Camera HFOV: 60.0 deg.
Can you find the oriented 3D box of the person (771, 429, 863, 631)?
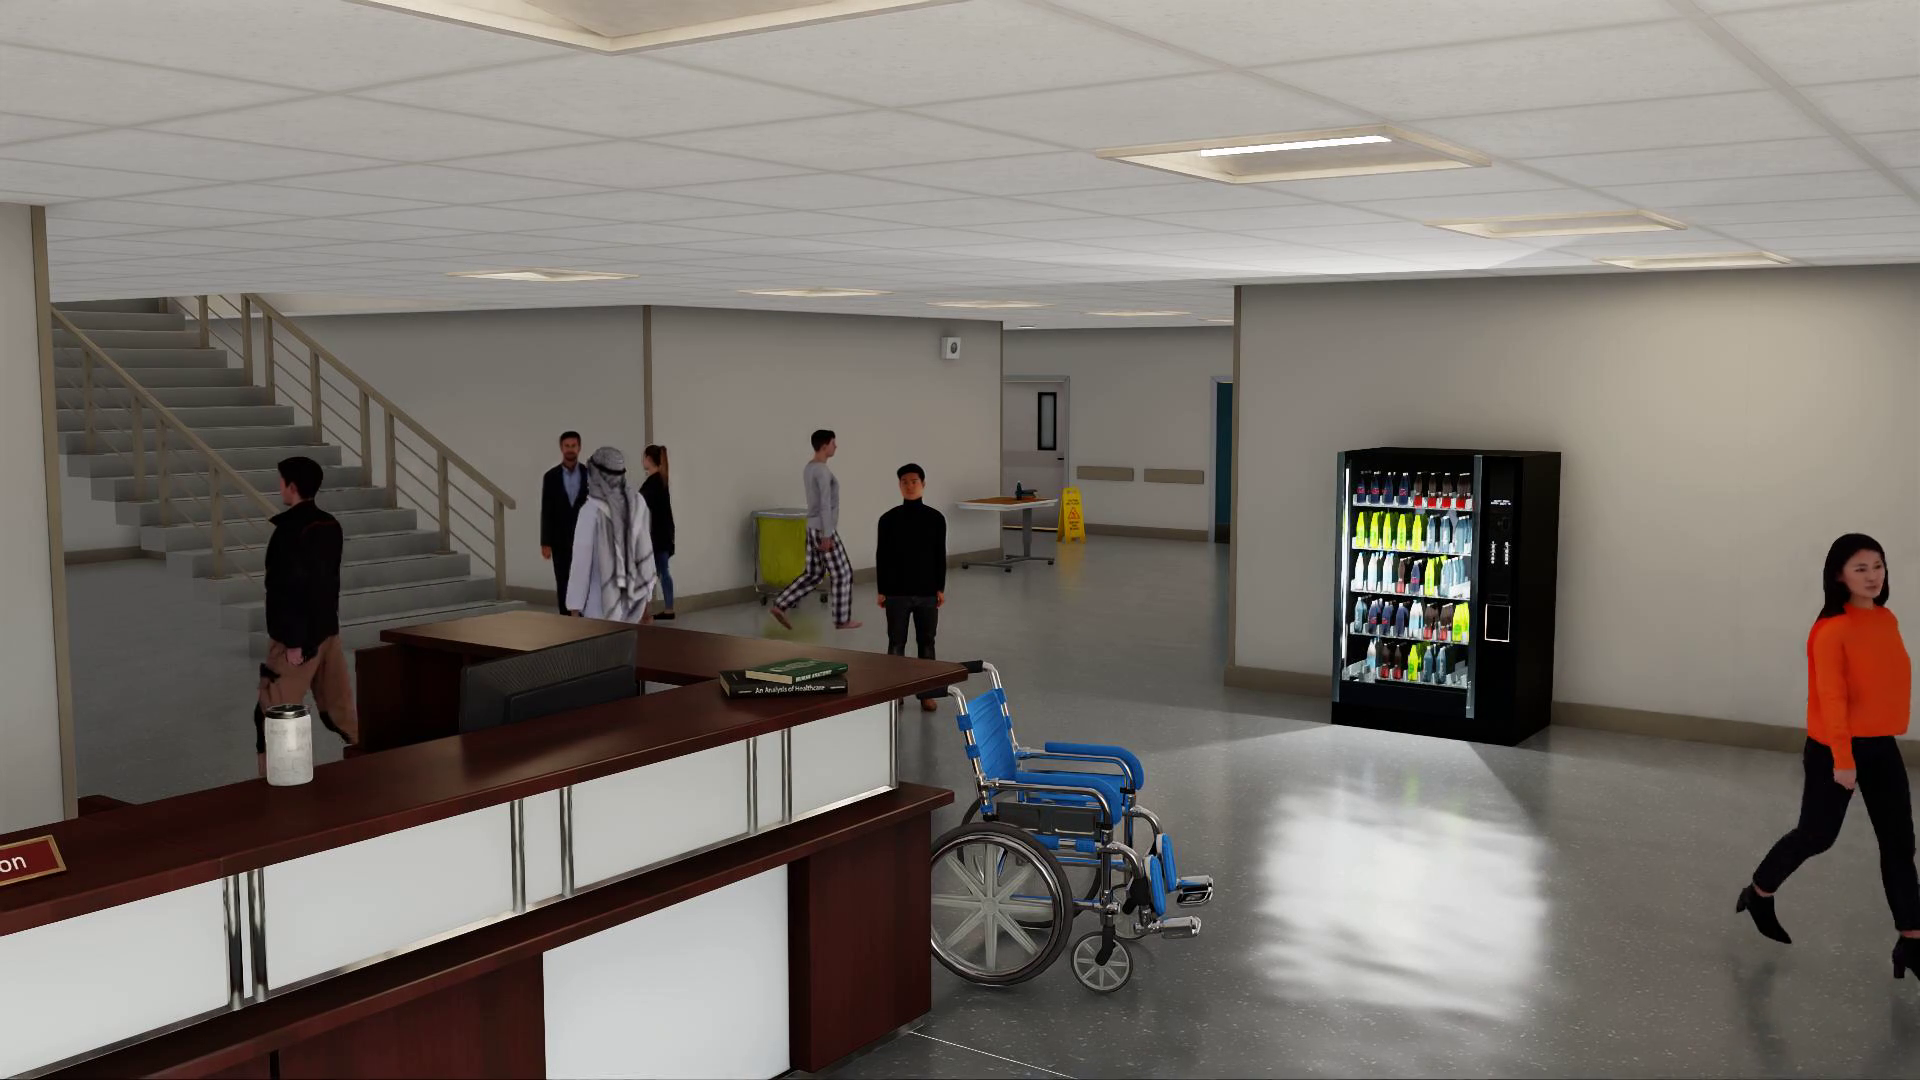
[{"bbox_3d":[-1.325,-0.058,14.965,1.041,1.814,1.120,-3,6,-25],"label":"person"}]

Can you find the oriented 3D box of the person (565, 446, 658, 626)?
[{"bbox_3d":[-1.978,0.429,9.745,1.269,1.891,0.751,3,7,30],"label":"person"}]

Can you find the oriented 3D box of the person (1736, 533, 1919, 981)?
[{"bbox_3d":[3.395,0.846,6.505,0.958,1.708,1.189,-3,7,-30],"label":"person"}]

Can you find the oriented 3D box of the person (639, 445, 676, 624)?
[{"bbox_3d":[-2.759,-0.040,15.540,0.827,1.663,0.753,1,6,13],"label":"person"}]

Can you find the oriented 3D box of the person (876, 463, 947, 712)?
[{"bbox_3d":[-0.339,0.322,11.643,0.681,1.723,0.783,0,6,0],"label":"person"}]

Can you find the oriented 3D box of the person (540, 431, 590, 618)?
[{"bbox_3d":[-3.291,0.035,14.095,1.206,1.804,1.300,-1,6,-13],"label":"person"}]
